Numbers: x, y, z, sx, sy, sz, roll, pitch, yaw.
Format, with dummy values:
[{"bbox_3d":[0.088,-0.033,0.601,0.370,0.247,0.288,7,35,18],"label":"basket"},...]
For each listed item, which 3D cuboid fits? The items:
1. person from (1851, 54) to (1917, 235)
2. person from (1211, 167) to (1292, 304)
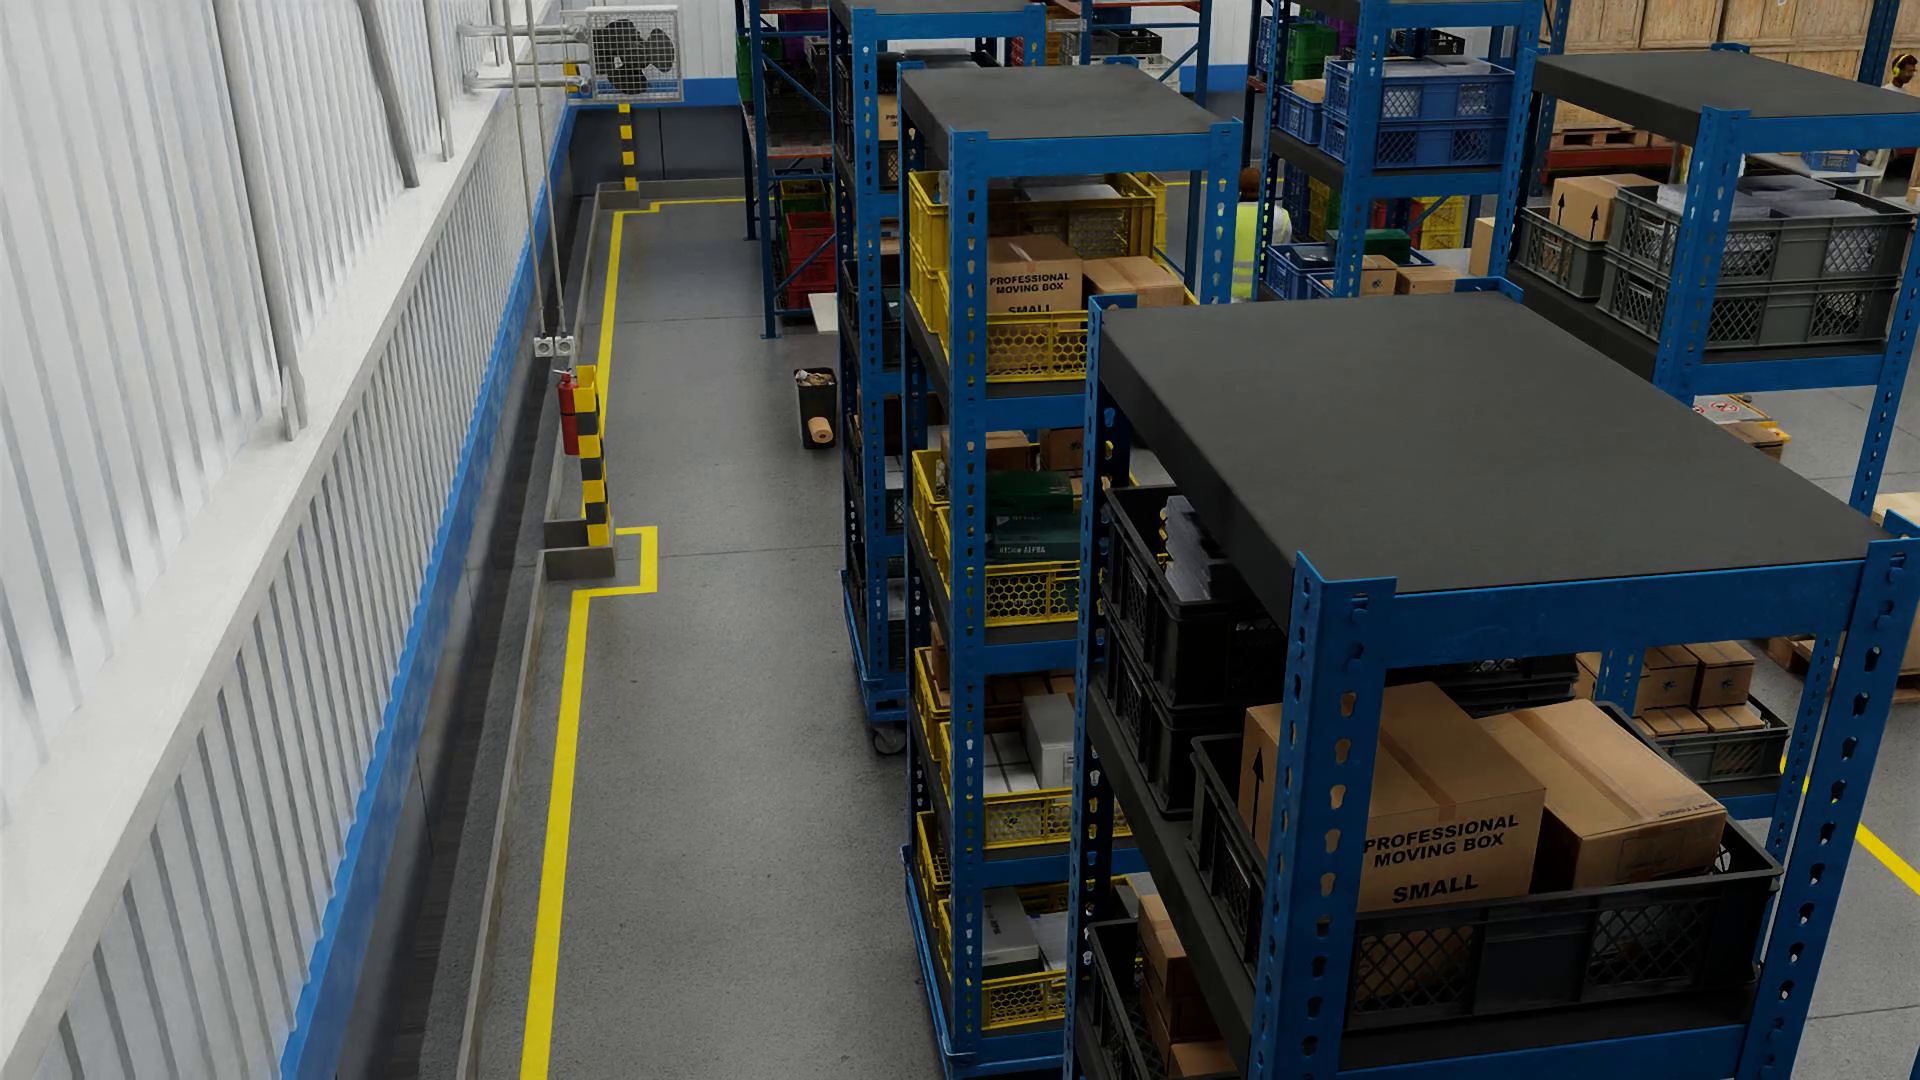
[{"bbox_3d":[9.558,-4.071,17.230,0.532,1.858,0.312,-18,30,-35],"label":"person"},{"bbox_3d":[2.140,-1.873,12.479,0.621,1.838,0.429,0,25,0],"label":"person"}]
